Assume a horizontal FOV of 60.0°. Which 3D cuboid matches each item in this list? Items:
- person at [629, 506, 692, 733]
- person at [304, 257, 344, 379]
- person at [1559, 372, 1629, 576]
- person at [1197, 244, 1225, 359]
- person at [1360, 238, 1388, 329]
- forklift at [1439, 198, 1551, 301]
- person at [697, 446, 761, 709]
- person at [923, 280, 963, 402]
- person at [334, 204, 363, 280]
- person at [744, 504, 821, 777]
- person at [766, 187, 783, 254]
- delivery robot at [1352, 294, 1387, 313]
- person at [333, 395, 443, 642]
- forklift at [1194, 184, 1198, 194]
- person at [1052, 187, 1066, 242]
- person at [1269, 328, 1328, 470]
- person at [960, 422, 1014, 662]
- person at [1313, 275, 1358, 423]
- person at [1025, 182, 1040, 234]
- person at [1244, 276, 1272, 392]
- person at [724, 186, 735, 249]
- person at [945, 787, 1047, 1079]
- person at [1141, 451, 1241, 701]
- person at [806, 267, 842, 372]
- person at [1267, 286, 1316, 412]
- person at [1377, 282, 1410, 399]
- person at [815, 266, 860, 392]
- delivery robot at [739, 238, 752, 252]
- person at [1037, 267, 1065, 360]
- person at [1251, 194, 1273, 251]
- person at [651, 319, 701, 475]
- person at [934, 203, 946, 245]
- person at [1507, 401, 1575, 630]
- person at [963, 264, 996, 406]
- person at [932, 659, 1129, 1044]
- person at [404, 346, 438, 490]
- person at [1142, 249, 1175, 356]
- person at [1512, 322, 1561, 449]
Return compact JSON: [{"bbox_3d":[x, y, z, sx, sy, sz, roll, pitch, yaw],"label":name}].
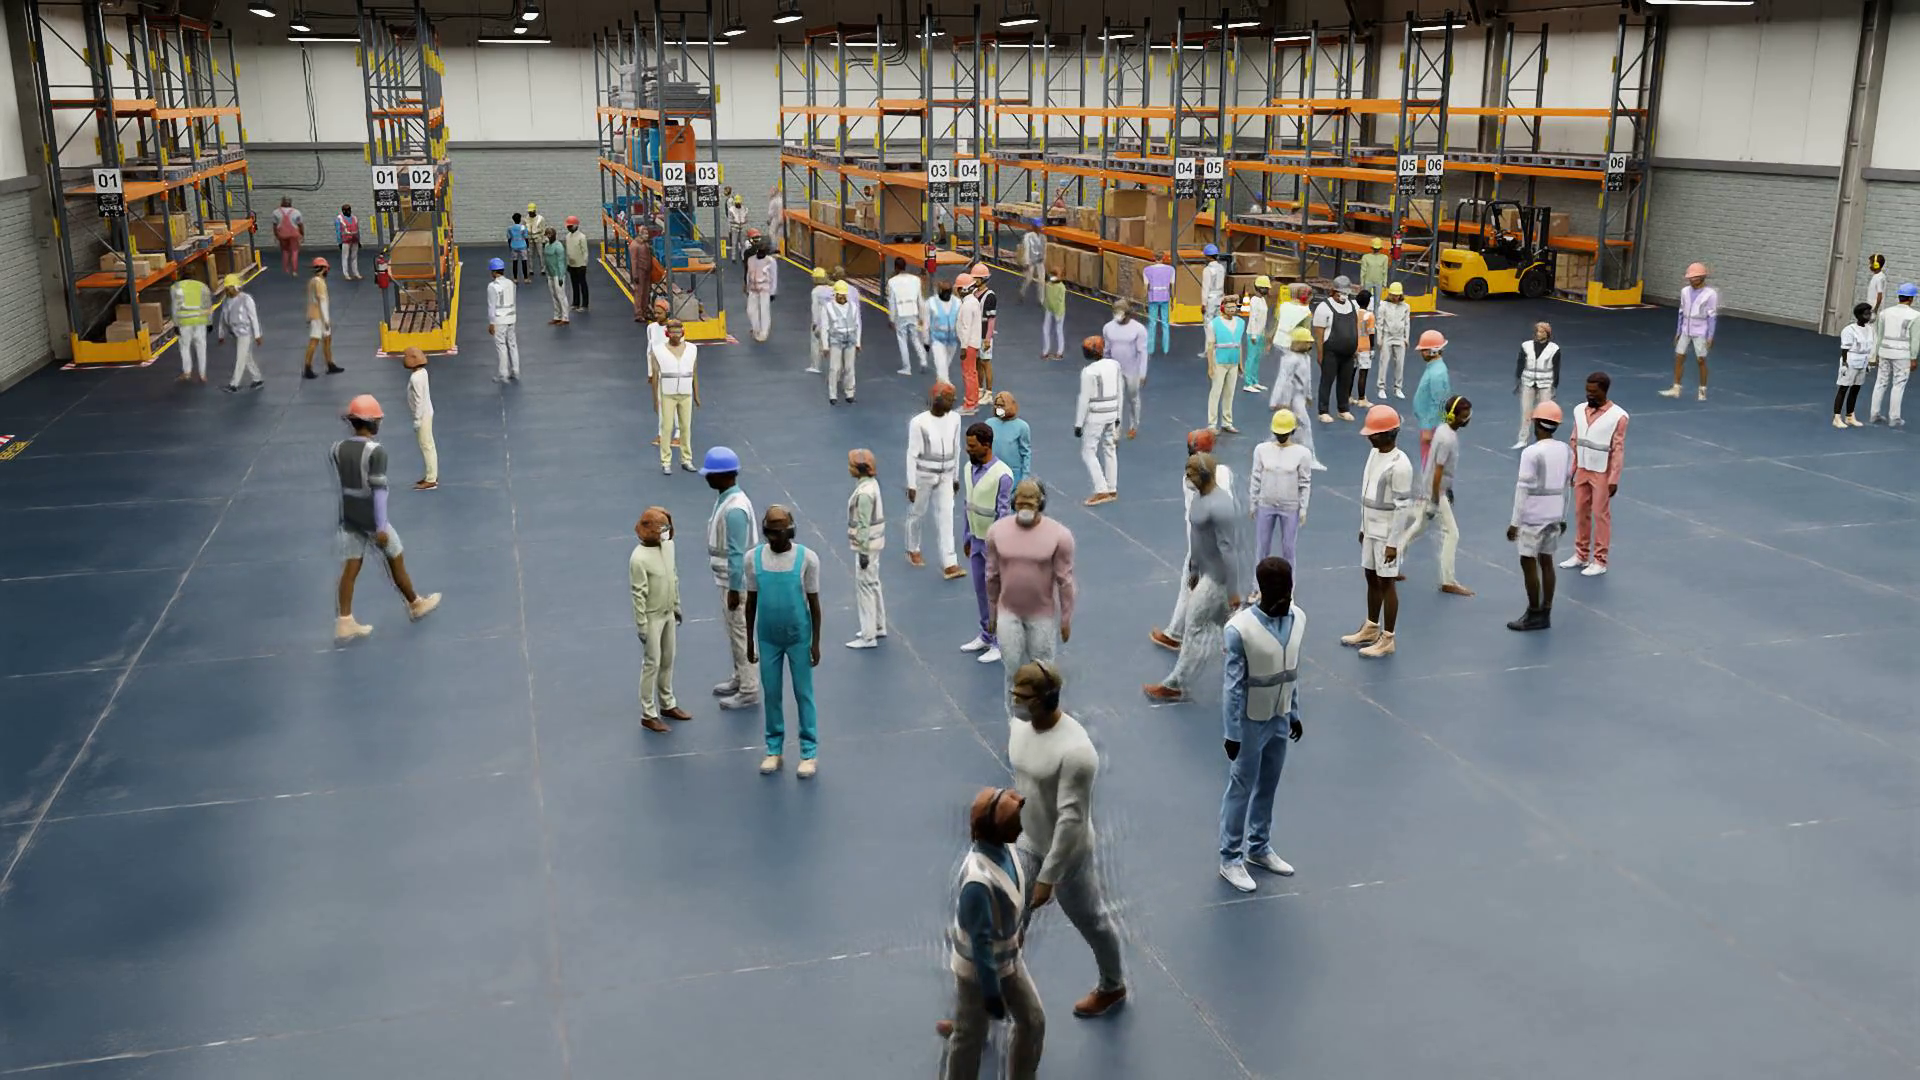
[{"bbox_3d":[-2.123,0.547,11.680,0.284,1.624,0.508,6,16,21],"label":"person"},{"bbox_3d":[-10.284,-3.556,26.636,0.697,1.887,0.610,-9,17,-31],"label":"person"},{"bbox_3d":[5.948,-0.632,15.575,0.403,1.910,0.598,-7,17,-26],"label":"person"},{"bbox_3d":[4.304,-4.082,28.500,0.418,1.939,0.617,12,19,37],"label":"person"},{"bbox_3d":[7.977,-4.944,32.082,0.522,1.761,0.321,1,15,3],"label":"person"},{"bbox_3d":[11.913,-6.508,37.130,2.313,2.155,1.214,-4,15,-15],"label":"forklift"},{"bbox_3d":[-1.671,0.265,12.146,0.429,1.937,0.628,-4,15,-13],"label":"person"},{"bbox_3d":[-0.218,-2.937,24.518,0.634,1.787,1.003,-5,16,-19],"label":"person"},{"bbox_3d":[-14.988,-7.312,40.834,0.429,1.844,0.625,11,18,35],"label":"person"},{"bbox_3d":[-1.157,0.652,10.884,0.505,1.837,0.357,2,15,9],"label":"person"},{"bbox_3d":[-5.395,-9.171,47.755,0.654,1.887,0.653,-5,16,-18],"label":"person"},{"bbox_3d":[8.210,-4.676,33.200,0.707,0.478,0.477,-1,15,-2],"label":"delivery robot"},{"bbox_3d":[-4.846,-0.208,13.805,0.632,1.989,1.028,8,17,29],"label":"person"},{"bbox_3d":[7.392,-11.333,53.972,1.873,2.768,1.129,-4,15,-15],"label":"forklift"},{"bbox_3d":[2.831,-9.094,47.428,0.404,1.903,0.636,4,16,16],"label":"person"},{"bbox_3d":[4.048,-1.722,20.073,0.877,1.703,0.496,9,17,31],"label":"person"},{"bbox_3d":[0.223,0.003,13.193,0.401,1.908,0.594,-9,17,-30],"label":"person"},{"bbox_3d":[5.198,-2.628,22.825,0.684,2.000,0.535,-7,16,-25],"label":"person"},{"bbox_3d":[2.245,-10.181,51.613,0.525,1.855,0.341,6,16,21],"label":"person"},{"bbox_3d":[4.531,-3.128,25.254,0.343,1.761,0.526,8,17,27],"label":"person"},{"bbox_3d":[-6.793,-9.513,49.127,0.350,1.839,0.504,-1,15,-6],"label":"person"},{"bbox_3d":[0.201,1.796,6.979,0.629,1.611,0.536,4,15,16],"label":"person"},{"bbox_3d":[1.877,0.279,12.216,0.982,1.883,0.697,-1,15,-4],"label":"person"},{"bbox_3d":[-2.190,-3.552,26.919,0.701,1.721,0.490,10,18,34],"label":"person"},{"bbox_3d":[4.748,-2.732,23.720,0.829,1.779,0.624,-8,17,-27],"label":"person"},{"bbox_3d":[6.419,-2.953,24.653,0.491,1.730,0.323,-2,15,-6],"label":"person"},{"bbox_3d":[-1.829,-3.217,25.345,0.644,1.895,1.017,-11,19,-36],"label":"person"},{"bbox_3d":[-5.902,-8.152,46.282,0.477,0.478,0.707,-6,16,-22],"label":"delivery robot"},{"bbox_3d":[1.583,-3.827,28.167,0.605,1.600,0.527,-14,20,-42],"label":"person"},{"bbox_3d":[8.042,-8.321,44.520,0.649,1.914,0.835,1,15,4],"label":"person"},{"bbox_3d":[-3.370,-1.704,19.727,0.571,1.840,0.374,-8,17,-28],"label":"person"},{"bbox_3d":[-0.621,-9.984,50.734,0.385,1.929,0.540,2,15,9],"label":"person"},{"bbox_3d":[4.836,-0.203,13.958,0.629,1.912,0.431,-8,17,-27],"label":"person"},{"bbox_3d":[0.292,-2.981,24.148,0.370,2.044,0.608,-8,17,-27],"label":"person"},{"bbox_3d":[0.393,1.454,7.793,1.072,1.875,0.626,-10,18,-32],"label":"person"},{"bbox_3d":[-6.147,-1.391,18.950,0.285,1.634,0.499,-2,15,-8],"label":"person"},{"bbox_3d":[3.434,-4.105,28.773,0.563,1.838,0.389,-1,15,-3],"label":"person"},{"bbox_3d":[7.312,-1.940,21.054,0.587,1.632,0.359,10,18,34],"label":"person"}]
